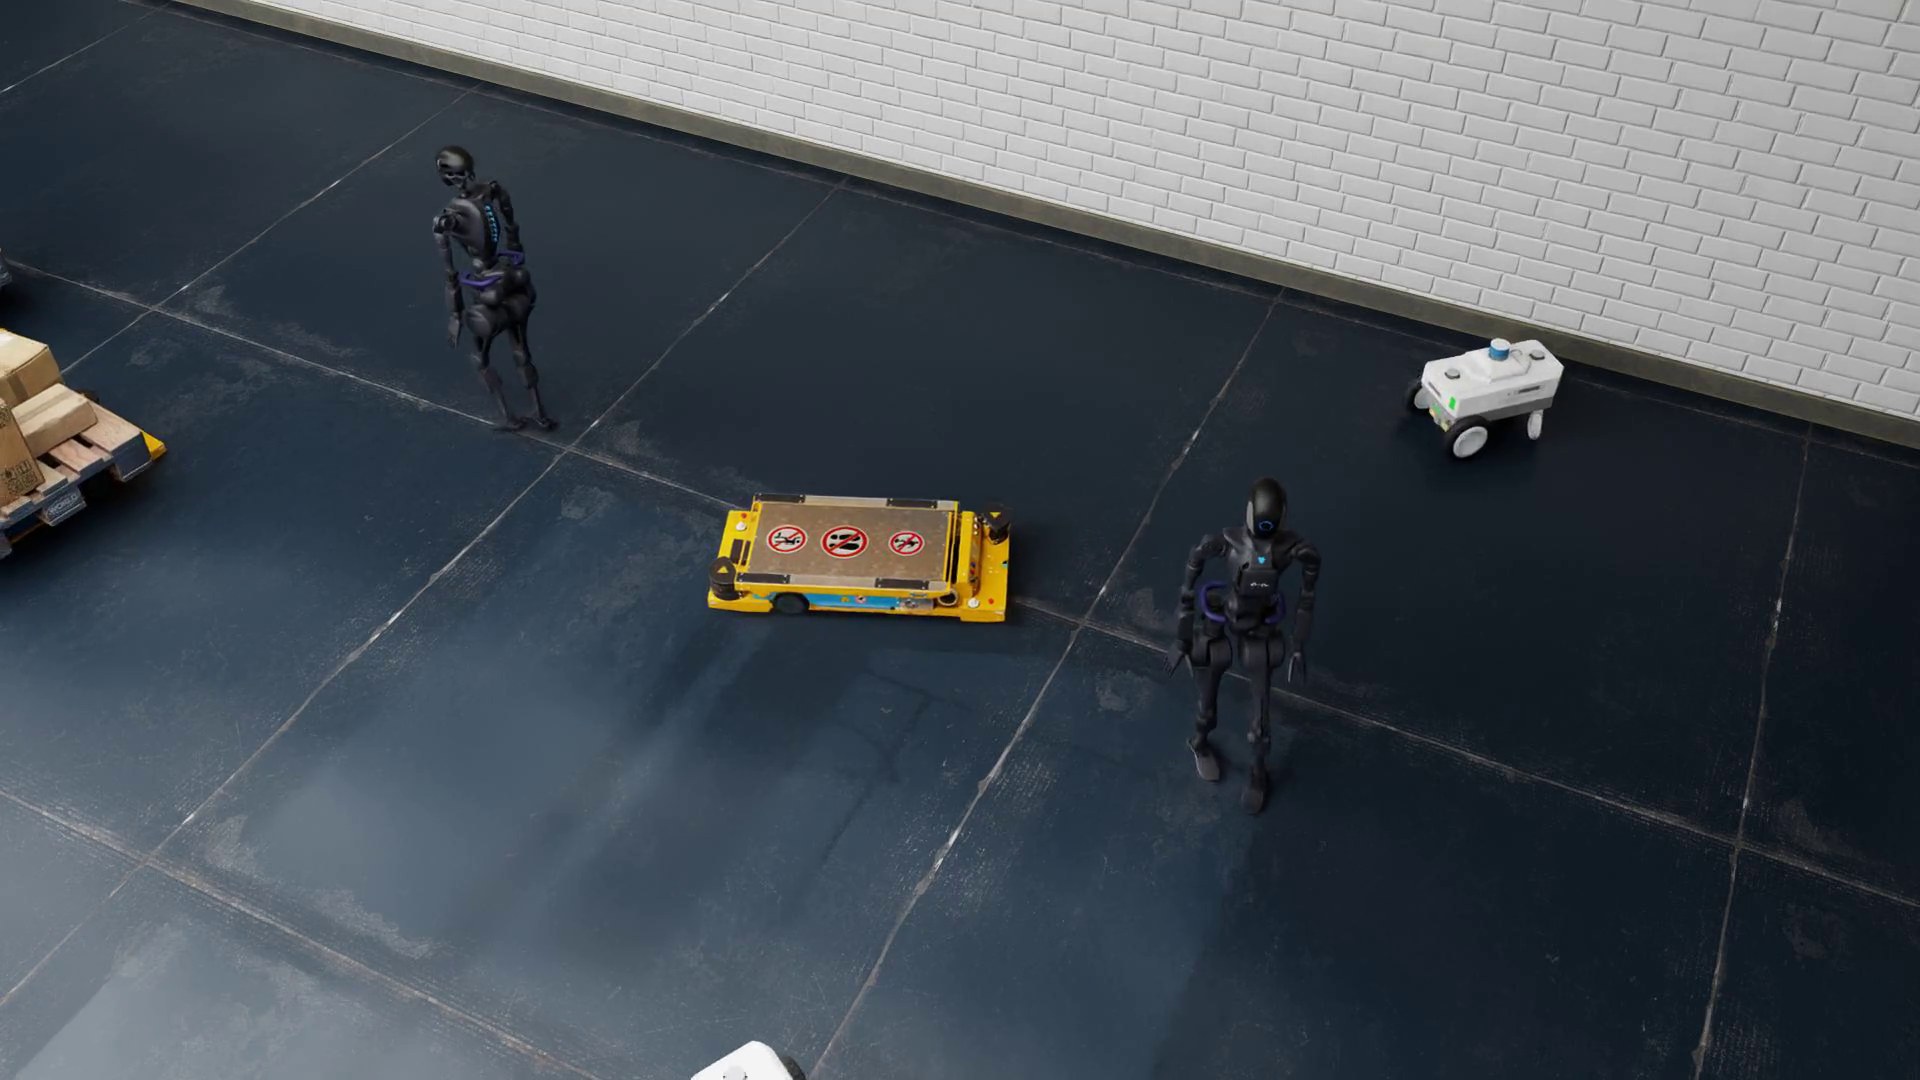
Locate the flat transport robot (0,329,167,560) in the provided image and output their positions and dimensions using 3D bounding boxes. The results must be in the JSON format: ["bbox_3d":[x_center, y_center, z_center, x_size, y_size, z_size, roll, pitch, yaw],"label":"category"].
[{"bbox_3d":[-4.900,-0.252,8.527,0.659,0.231,1.431,25,48,25],"label":"flat transport robot"}]

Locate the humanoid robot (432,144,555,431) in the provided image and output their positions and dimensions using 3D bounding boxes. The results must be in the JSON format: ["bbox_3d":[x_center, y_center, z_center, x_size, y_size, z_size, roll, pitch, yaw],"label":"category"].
[{"bbox_3d":[-2.403,-1.268,8.592,0.372,1.642,0.601,20,46,20],"label":"humanoid robot"}]

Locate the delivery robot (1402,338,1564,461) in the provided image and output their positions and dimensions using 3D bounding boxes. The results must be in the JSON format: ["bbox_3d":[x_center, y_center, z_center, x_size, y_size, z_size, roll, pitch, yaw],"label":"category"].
[{"bbox_3d":[2.818,-0.812,8.909,0.746,0.578,0.499,-13,44,-14],"label":"delivery robot"}]

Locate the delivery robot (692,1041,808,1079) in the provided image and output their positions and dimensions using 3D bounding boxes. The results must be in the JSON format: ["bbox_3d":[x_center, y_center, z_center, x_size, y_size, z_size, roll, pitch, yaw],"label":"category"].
[{"bbox_3d":[-0.639,2.125,5.747,0.499,0.587,0.788,-25,49,-25],"label":"delivery robot"}]

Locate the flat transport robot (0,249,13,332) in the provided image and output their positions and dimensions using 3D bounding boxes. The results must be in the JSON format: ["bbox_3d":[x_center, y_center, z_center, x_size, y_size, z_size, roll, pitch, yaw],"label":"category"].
[{"bbox_3d":[-6.244,-1.262,9.617,1.431,0.231,0.659,22,47,22],"label":"flat transport robot"}]

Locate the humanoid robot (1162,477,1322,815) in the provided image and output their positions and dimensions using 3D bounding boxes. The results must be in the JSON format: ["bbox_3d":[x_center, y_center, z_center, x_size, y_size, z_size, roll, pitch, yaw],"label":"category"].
[{"bbox_3d":[1.139,0.436,6.745,0.598,1.644,0.438,-1,43,-1],"label":"humanoid robot"}]

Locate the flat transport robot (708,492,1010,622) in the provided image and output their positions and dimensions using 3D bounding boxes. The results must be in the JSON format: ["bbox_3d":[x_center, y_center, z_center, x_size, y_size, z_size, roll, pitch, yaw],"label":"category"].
[{"bbox_3d":[-0.478,0.085,8.163,1.431,0.231,0.659,2,43,3],"label":"flat transport robot"}]
